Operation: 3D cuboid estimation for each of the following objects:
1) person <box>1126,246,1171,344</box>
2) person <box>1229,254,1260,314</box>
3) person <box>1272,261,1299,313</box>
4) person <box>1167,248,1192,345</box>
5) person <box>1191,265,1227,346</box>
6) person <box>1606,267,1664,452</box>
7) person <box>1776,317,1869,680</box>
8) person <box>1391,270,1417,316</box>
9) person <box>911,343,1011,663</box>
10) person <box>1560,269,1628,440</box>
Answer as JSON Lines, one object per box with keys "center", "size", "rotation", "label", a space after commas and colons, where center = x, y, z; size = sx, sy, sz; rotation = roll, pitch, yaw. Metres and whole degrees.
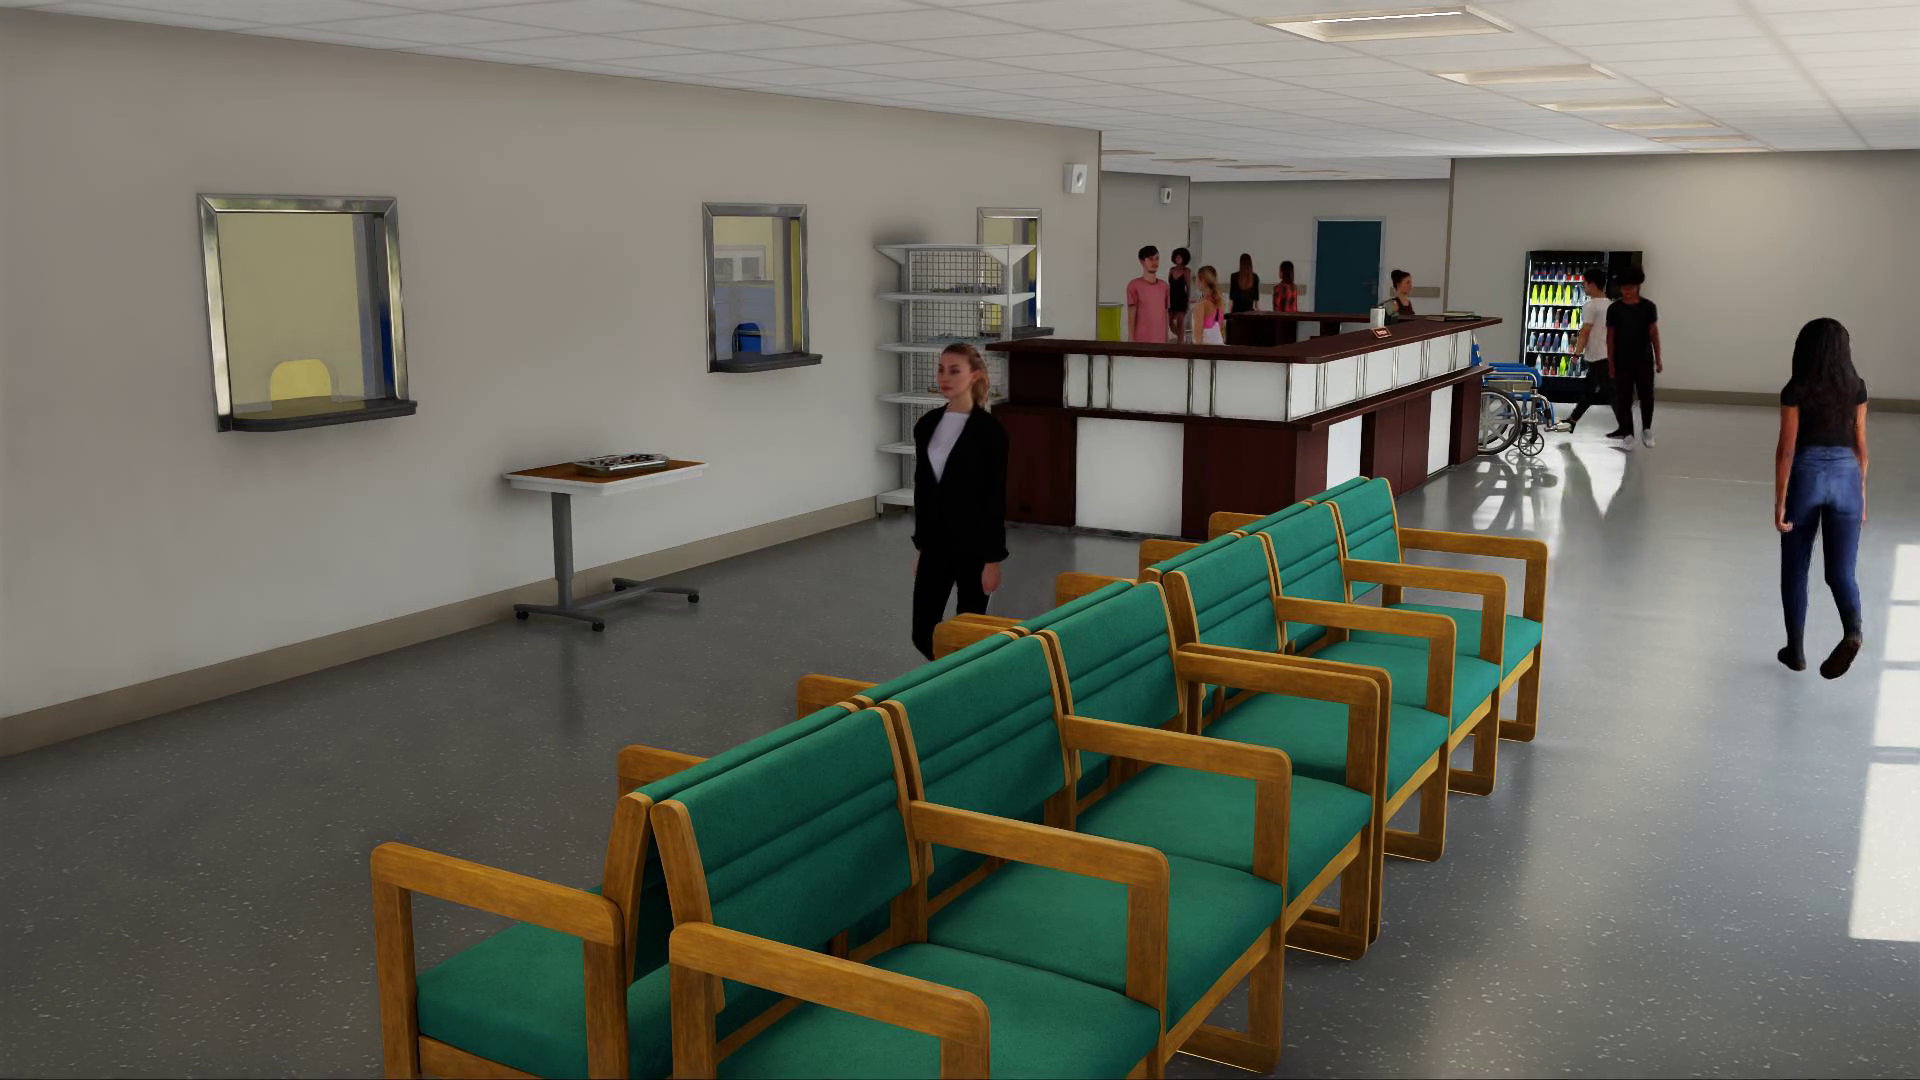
{"center": [1.773, -1.813, 15.821], "size": [0.712, 1.959, 0.729], "rotation": [-5, 12, -27], "label": "person"}
{"center": [4.375, -3.556, 25.700], "size": [0.873, 1.699, 0.858], "rotation": [1, 11, 6], "label": "person"}
{"center": [4.129, -2.647, 20.937], "size": [0.900, 1.690, 0.732], "rotation": [10, 15, 43], "label": "person"}
{"center": [3.549, -3.813, 26.858], "size": [0.728, 1.773, 0.618], "rotation": [6, 12, 30], "label": "person"}
{"center": [2.382, -1.607, 15.313], "size": [0.895, 1.742, 1.187], "rotation": [-8, 14, -37], "label": "person"}
{"center": [6.488, -1.744, 16.010], "size": [0.682, 1.751, 0.766], "rotation": [4, 11, 18], "label": "person"}
{"center": [4.037, -0.144, 7.729], "size": [1.100, 1.697, 0.905], "rotation": [1, 11, 7], "label": "person"}
{"center": [4.640, -2.036, 17.848], "size": [1.134, 1.640, 0.751], "rotation": [9, 14, 41], "label": "person"}
{"center": [0.043, 0.064, 6.626], "size": [0.566, 1.698, 0.707], "rotation": [7, 13, 34], "label": "person"}
{"center": [6.426, -1.800, 16.467], "size": [0.787, 1.662, 1.166], "rotation": [-10, 15, -43], "label": "person"}
